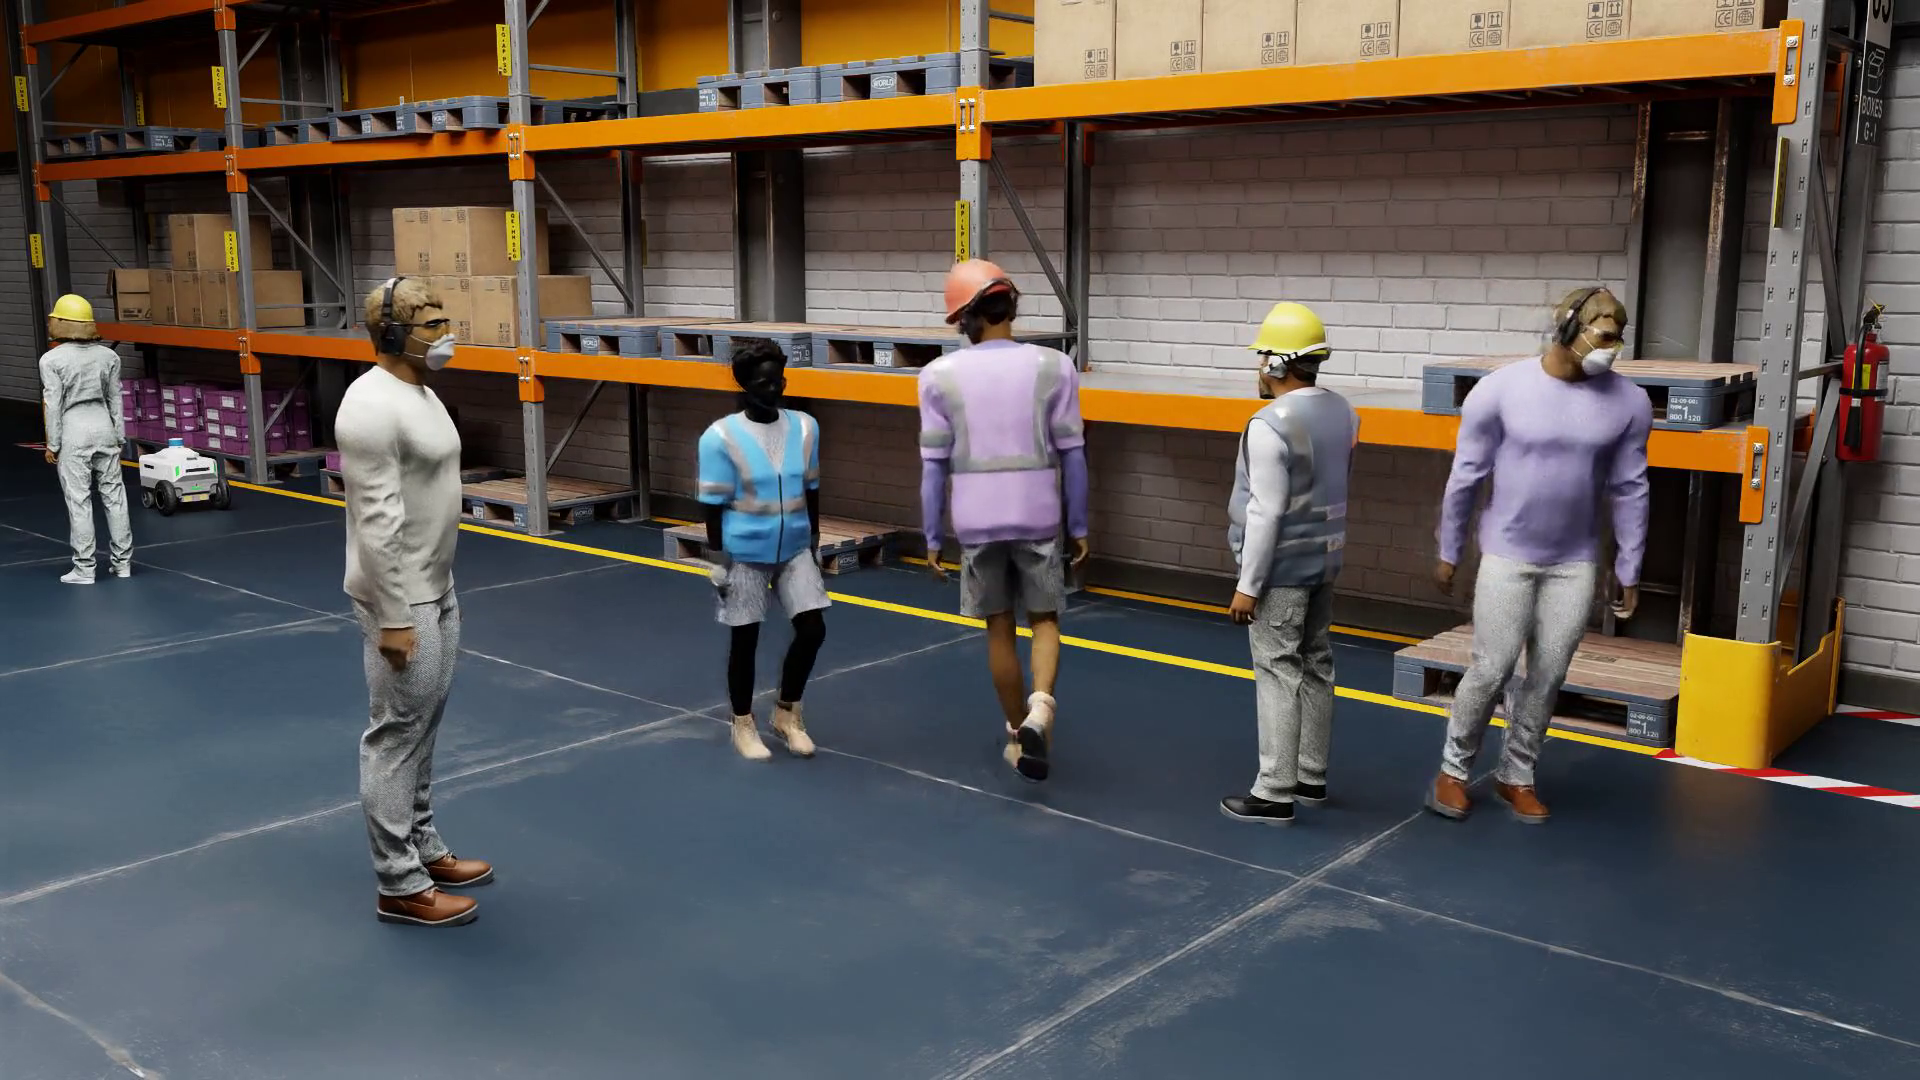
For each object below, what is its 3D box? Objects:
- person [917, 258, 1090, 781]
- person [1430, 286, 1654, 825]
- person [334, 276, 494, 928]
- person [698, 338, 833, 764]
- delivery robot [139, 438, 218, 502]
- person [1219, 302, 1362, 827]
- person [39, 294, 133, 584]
[{"bbox_3d":[0.165,-0.046,6.222,0.655,1.992,0.660,0,10,1],"label":"person"},{"bbox_3d":[2.022,0.075,5.759,0.653,1.897,0.499,0,10,0],"label":"person"},{"bbox_3d":[-1.655,0.182,5.035,0.370,1.940,0.627,-1,10,-4],"label":"person"},{"bbox_3d":[-0.756,0.059,6.468,0.552,1.676,0.458,-7,12,-33],"label":"person"},{"bbox_3d":[-6.034,-0.542,12.831,0.707,0.478,0.477,9,13,41],"label":"delivery robot"},{"bbox_3d":[1.143,0.090,5.858,0.403,1.835,0.588,9,13,41],"label":"person"},{"bbox_3d":[-5.305,-0.608,10.081,0.282,1.746,0.493,6,12,32],"label":"person"}]
